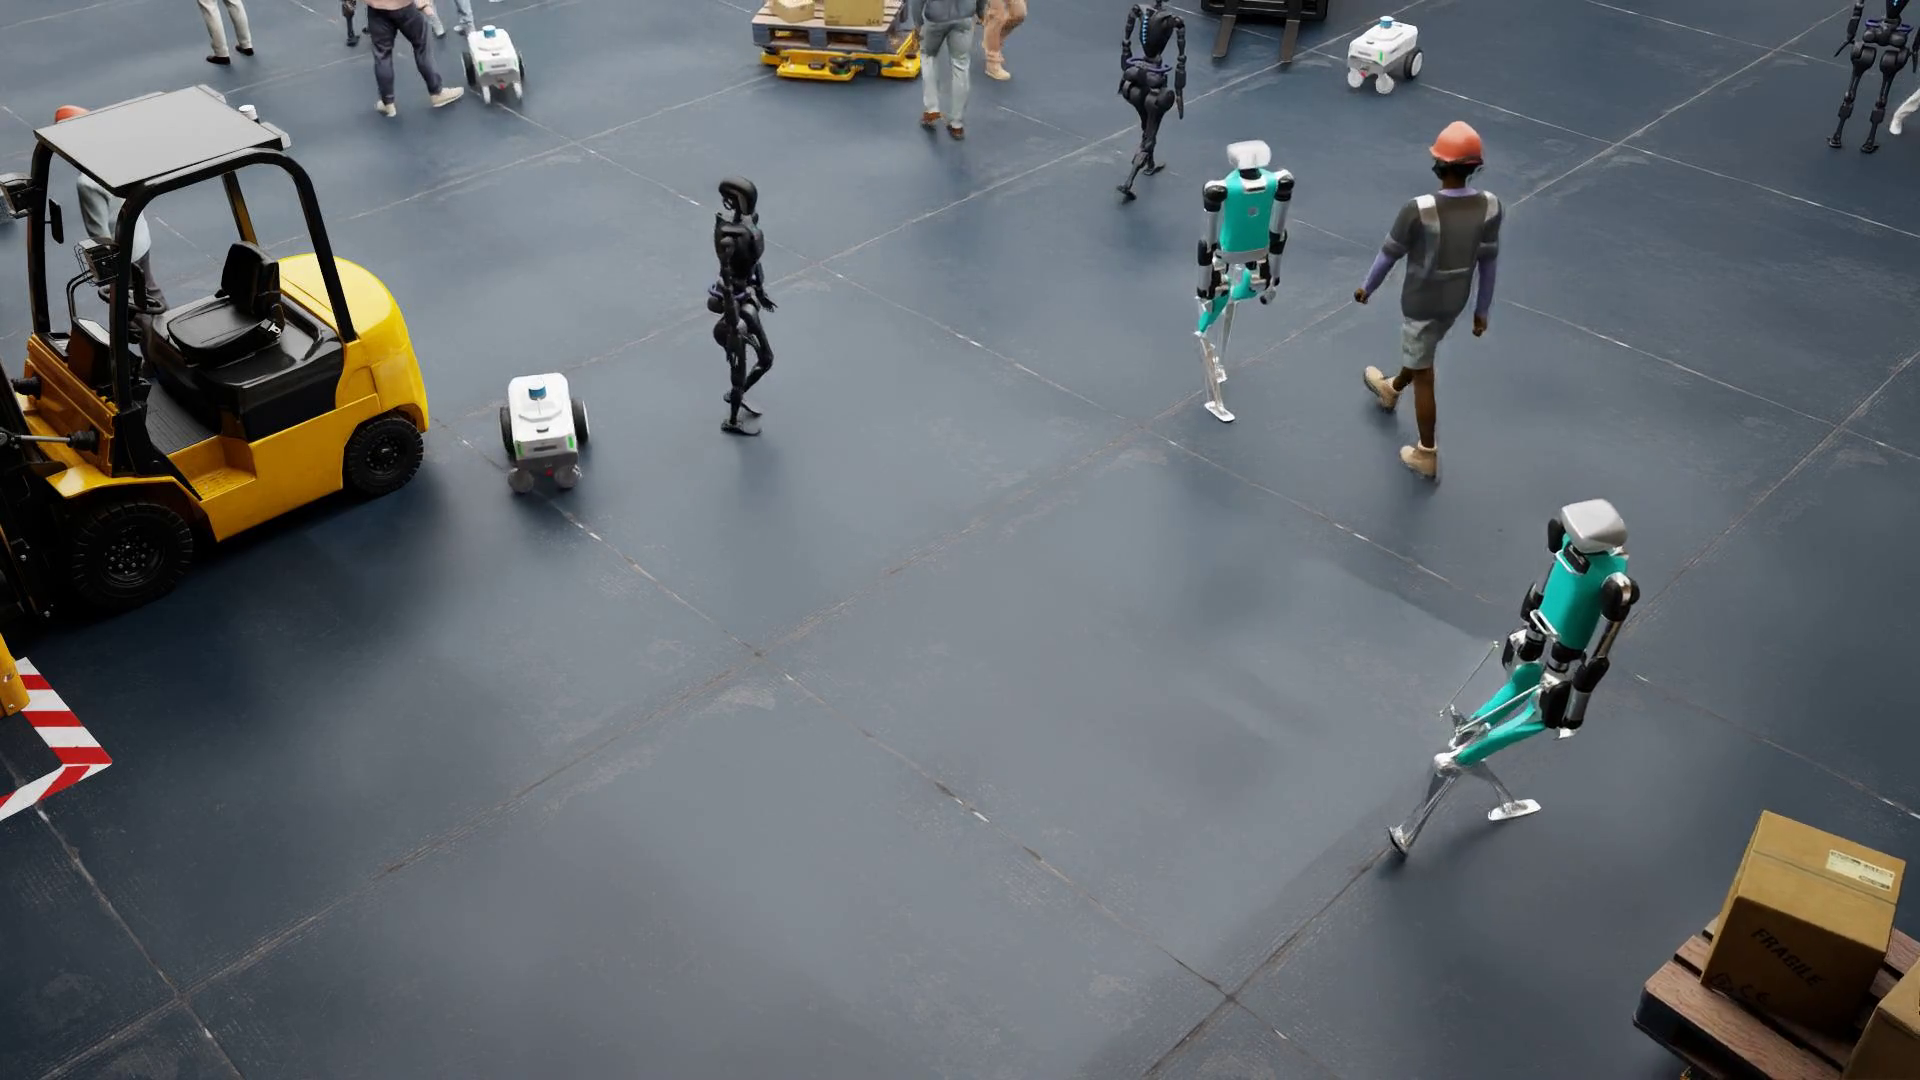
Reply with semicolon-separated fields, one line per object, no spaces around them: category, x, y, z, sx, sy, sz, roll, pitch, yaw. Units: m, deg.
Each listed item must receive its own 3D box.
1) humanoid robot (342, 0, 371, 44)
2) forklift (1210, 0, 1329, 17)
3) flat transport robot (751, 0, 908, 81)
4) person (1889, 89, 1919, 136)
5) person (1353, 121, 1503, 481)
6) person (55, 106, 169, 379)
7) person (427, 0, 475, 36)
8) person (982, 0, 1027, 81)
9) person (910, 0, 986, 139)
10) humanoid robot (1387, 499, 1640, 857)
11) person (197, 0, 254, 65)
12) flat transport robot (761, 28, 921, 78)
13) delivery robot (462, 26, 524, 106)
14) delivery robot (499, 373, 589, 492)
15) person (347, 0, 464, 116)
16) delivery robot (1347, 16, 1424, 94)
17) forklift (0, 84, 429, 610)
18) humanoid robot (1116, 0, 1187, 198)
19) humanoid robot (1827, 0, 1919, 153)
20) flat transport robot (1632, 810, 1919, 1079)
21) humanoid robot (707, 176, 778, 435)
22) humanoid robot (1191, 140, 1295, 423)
humanoid robot;-5.493;-5.298;14.912;0.603;1.649;0.362;8;37;10
forklift;3.106;-6.400;15.960;1.214;2.155;2.313;8;37;10
flat transport robot;-1.147;-4.496;15.015;0.659;0.231;1.431;6;37;8
person;7.870;-3.875;13.078;0.529;1.595;0.711;-10;38;-13
person;2.633;-1.404;9.445;0.623;1.987;1.058;-13;39;-17
person;-5.168;-1.821;10.206;0.352;1.736;0.576;-2;37;-2
person;-4.812;-5.437;14.937;0.593;1.881;0.512;-25;44;-30
person;0.346;-4.837;14.220;0.557;1.765;0.442;-27;44;-31
person;-0.092;-4.165;13.199;0.647;1.922;0.567;-7;37;-9
humanoid robot;2.176;0.636;6.934;0.935;1.776;0.543;-8;37;-10
person;-6.592;-5.056;14.500;0.387;1.783;0.537;23;42;27
flat transport robot;-0.995;-4.394;14.879;1.431;0.231;0.659;9;38;12
delivery robot;-3.992;-4.099;14.259;0.499;0.612;0.813;-12;39;-16
delivery robot;-2.423;-0.659;9.646;0.513;0.601;0.773;-9;38;-12
person;-4.633;-4.422;13.611;0.885;1.839;0.595;11;38;14
delivery robot;3.679;-4.242;14.437;0.508;0.595;0.766;25;44;30
forklift;-4.145;-1.093;8.856;2.313;2.155;1.214;-31;47;-34
humanoid robot;1.396;-3.405;12.428;0.616;1.634;0.795;28;45;32
humanoid robot;7.208;-3.884;13.007;0.599;1.657;0.315;19;41;24
flat transport robot;3.326;2.001;6.319;1.431;0.231;0.659;-27;44;-31
humanoid robot;-1.295;-1.358;9.637;0.391;1.642;0.599;8;37;10
humanoid robot;1.582;-1.648;9.993;0.542;1.773;0.892;-8;38;-11
